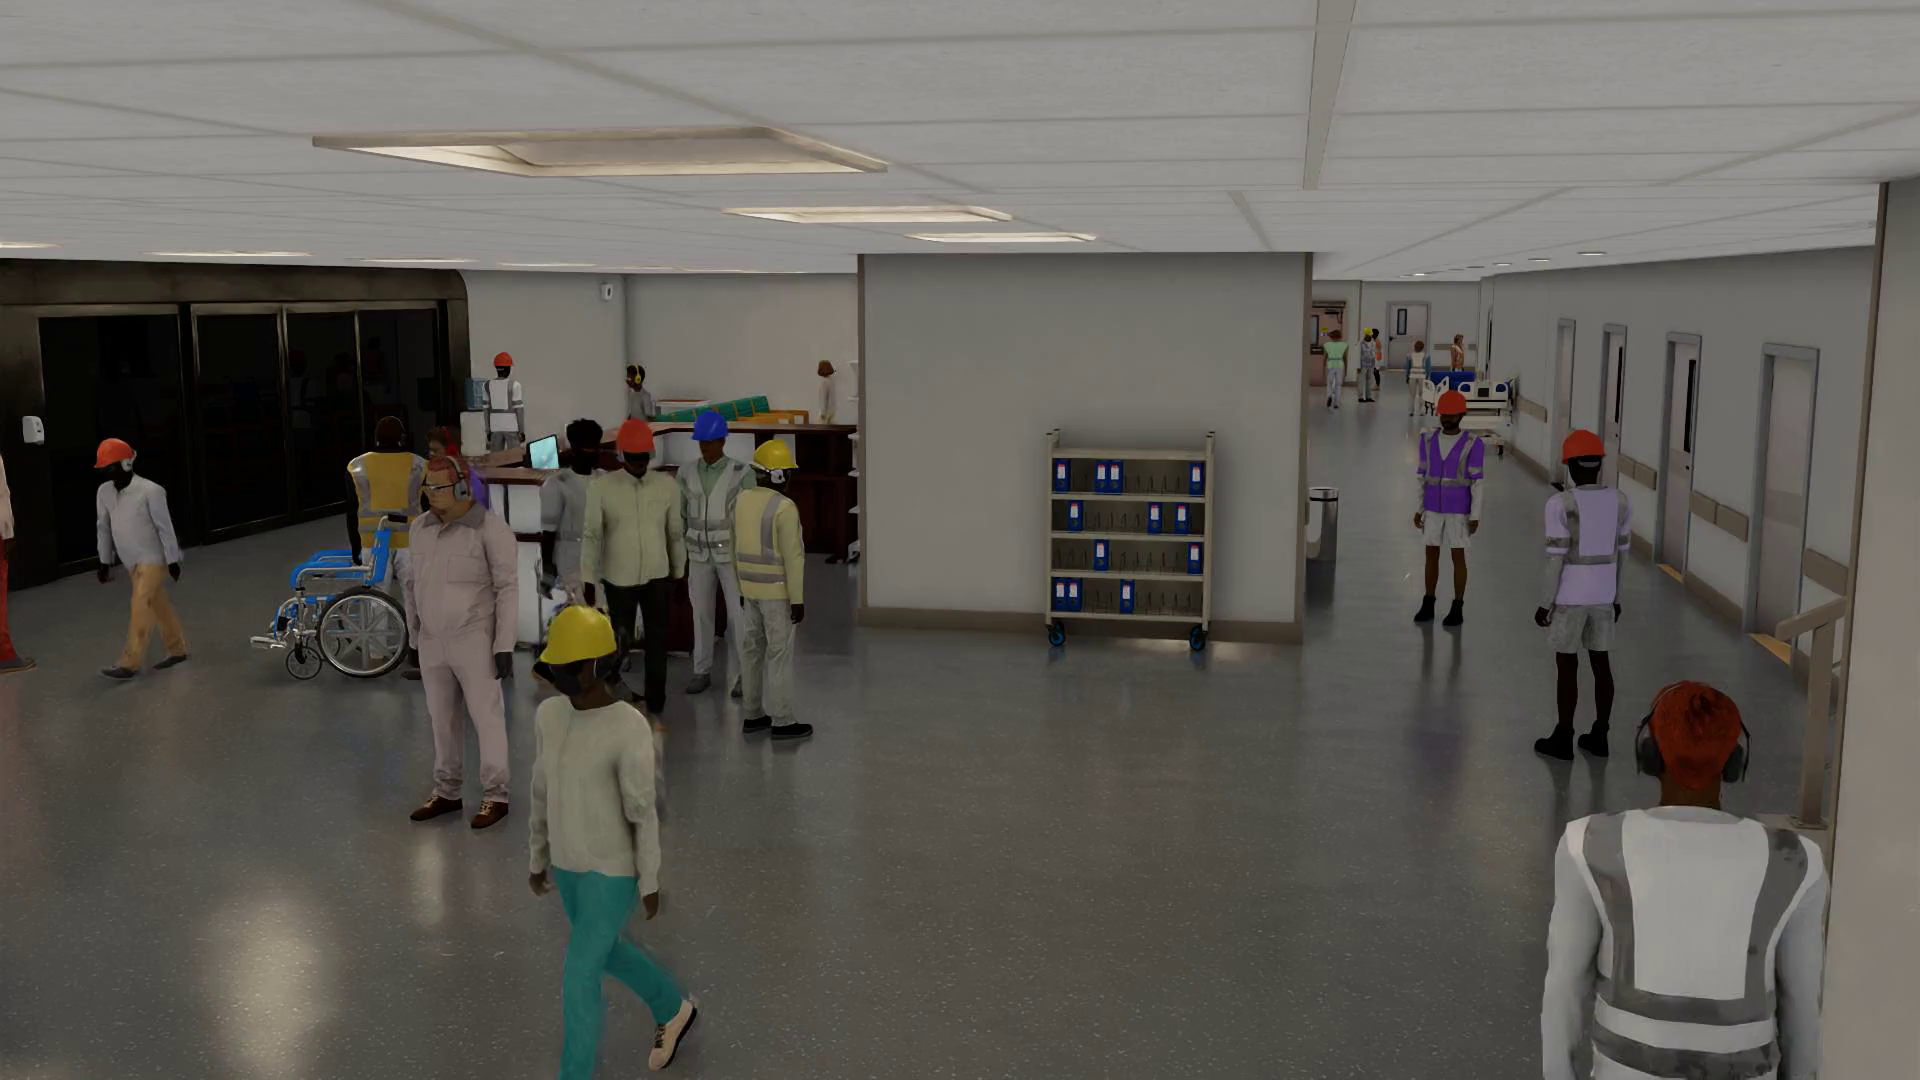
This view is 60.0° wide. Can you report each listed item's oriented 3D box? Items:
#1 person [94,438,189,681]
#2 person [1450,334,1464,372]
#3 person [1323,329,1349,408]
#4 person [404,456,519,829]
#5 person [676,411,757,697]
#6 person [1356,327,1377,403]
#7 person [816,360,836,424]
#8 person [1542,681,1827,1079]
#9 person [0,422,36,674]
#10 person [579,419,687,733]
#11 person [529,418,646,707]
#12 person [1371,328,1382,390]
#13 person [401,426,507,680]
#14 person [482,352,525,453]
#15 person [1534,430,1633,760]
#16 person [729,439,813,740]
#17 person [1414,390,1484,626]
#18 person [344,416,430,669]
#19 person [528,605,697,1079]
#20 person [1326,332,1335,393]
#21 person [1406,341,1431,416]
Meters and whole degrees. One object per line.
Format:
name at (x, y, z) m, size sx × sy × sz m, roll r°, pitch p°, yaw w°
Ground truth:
person at (-5.829, 0.131, 11.735) m, size 0.572 × 1.699 × 0.868 m, roll 4°, pitch 9°, yaw 25°
person at (12.228, -4.237, 40.923) m, size 0.307 × 1.641 × 0.513 m, roll 8°, pitch 12°, yaw 43°
person at (8.670, -3.949, 38.401) m, size 0.561 × 1.831 × 0.432 m, roll 2°, pitch 9°, yaw 13°
person at (-2.570, 0.518, 8.494) m, size 0.651 × 1.904 × 0.403 m, roll 3°, pitch 9°, yaw 21°
person at (-1.641, 0.096, 11.195) m, size 0.602 × 1.938 × 0.425 m, roll 2°, pitch 9°, yaw 16°
person at (9.870, -4.243, 40.359) m, size 0.598 × 1.827 × 0.403 m, roll -5°, pitch 10°, yaw -28°
person at (-2.094, -2.031, 26.328) m, size 0.386 × 1.625 × 0.498 m, roll 3°, pitch 9°, yaw 19°
person at (1.616, 1.253, 3.745) m, size 0.583 × 1.868 × 0.547 m, roll 3°, pitch 9°, yaw 19°
person at (-6.981, -0.031, 11.866) m, size 0.608 × 1.986 × 0.391 m, roll 3°, pitch 9°, yaw 17°
person at (-2.058, 0.201, 10.405) m, size 0.669 × 1.964 × 0.700 m, roll -4°, pitch 10°, yaw -27°
person at (-2.544, 0.128, 11.113) m, size 1.057 × 1.910 × 0.624 m, roll 5°, pitch 10°, yaw 29°
person at (11.299, -4.908, 45.216) m, size 0.324 × 1.687 × 0.536 m, roll 2°, pitch 9°, yaw 15°
person at (-3.533, 0.121, 11.443) m, size 0.832 × 1.803 × 0.593 m, roll -4°, pitch 9°, yaw -24°
person at (-5.840, -1.439, 21.373) m, size 0.543 × 1.939 × 0.361 m, roll 2°, pitch 9°, yaw 10°
person at (3.617, 0.322, 9.719) m, size 0.543 × 1.927 × 0.375 m, roll -2°, pitch 9°, yaw -13°
person at (-1.150, 0.300, 10.181) m, size 0.599 × 1.830 × 0.403 m, roll 8°, pitch 12°, yaw 44°
person at (3.986, -0.262, 13.609) m, size 0.550 × 1.933 × 0.383 m, roll 7°, pitch 11°, yaw 39°
person at (-4.086, 0.026, 12.004) m, size 0.624 × 1.839 × 0.430 m, roll -2°, pitch 9°, yaw -16°
person at (-1.173, 1.049, 5.536) m, size 0.531 × 1.737 × 0.840 m, roll 7°, pitch 11°, yaw 37°
person at (9.850, -4.677, 43.855) m, size 0.314 × 1.636 × 0.515 m, roll 5°, pitch 10°, yaw 31°
person at (9.937, -3.496, 36.111) m, size 0.543 × 1.634 × 0.559 m, roll 4°, pitch 10°, yaw 27°
